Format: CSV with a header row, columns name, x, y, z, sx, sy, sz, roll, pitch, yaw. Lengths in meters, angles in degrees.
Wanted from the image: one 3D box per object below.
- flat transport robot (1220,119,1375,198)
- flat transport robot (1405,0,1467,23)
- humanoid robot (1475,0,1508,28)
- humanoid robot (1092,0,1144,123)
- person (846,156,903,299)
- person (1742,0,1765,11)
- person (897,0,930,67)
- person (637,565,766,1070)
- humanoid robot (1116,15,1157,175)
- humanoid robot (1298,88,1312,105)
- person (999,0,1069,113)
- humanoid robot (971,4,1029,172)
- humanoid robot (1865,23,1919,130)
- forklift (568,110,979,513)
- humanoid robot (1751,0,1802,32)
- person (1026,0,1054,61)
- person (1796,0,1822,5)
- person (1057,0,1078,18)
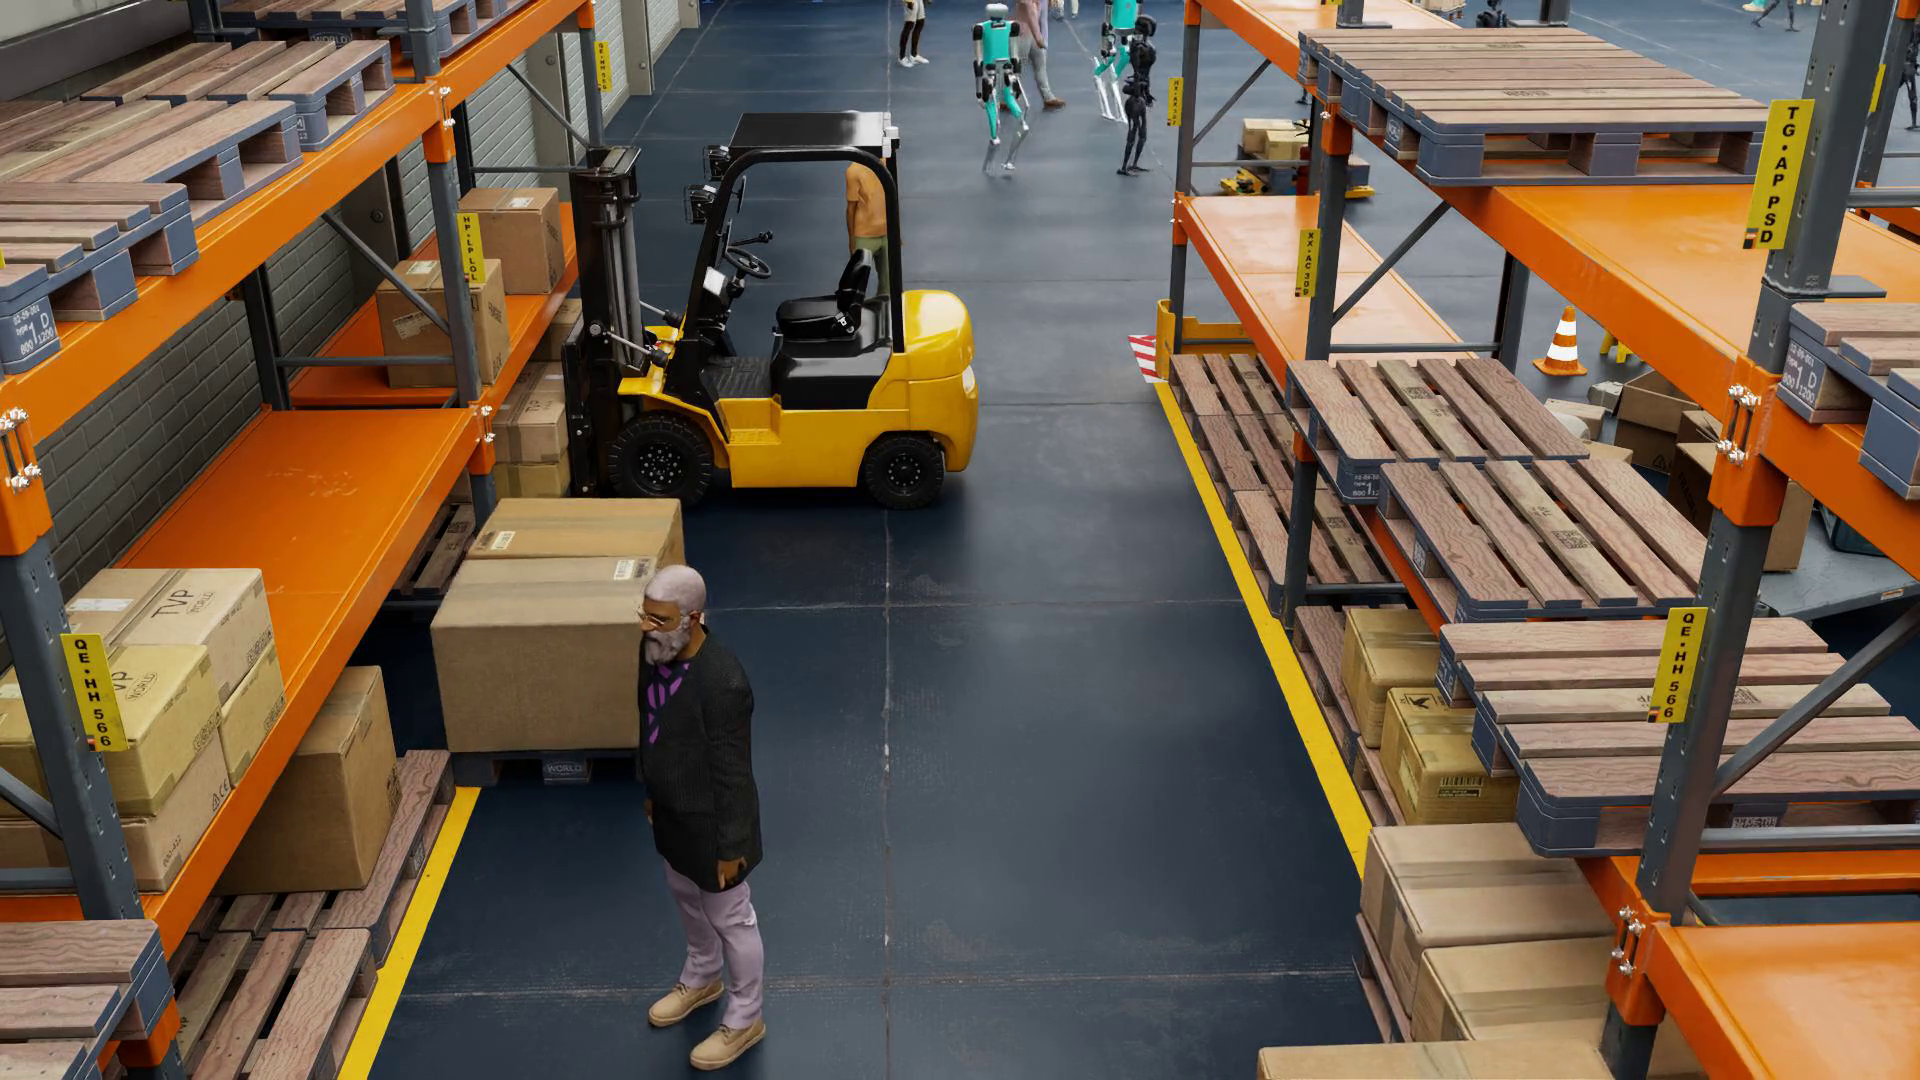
name,x,y,z,sx,sy,sz,roll,pitch,yaw
flat transport robot,3.454,-3.648,17.029,1.431,0.231,0.659,-4,26,-8
flat transport robot,7.446,-8.391,27.073,0.659,0.231,1.431,16,30,31
humanoid robot,6.234,-5.694,19.749,0.615,1.662,0.581,-16,29,-30
humanoid robot,1.848,-5.991,20.214,0.541,1.756,0.695,-12,28,-24
person,-0.631,-2.262,12.406,0.433,1.707,0.382,-14,29,-27
person,14.079,-10.251,29.105,0.359,1.909,0.480,5,26,10
person,-0.698,-7.791,23.943,0.399,1.876,0.652,3,25,7
person,-0.857,0.910,5.532,0.402,1.851,0.534,-20,32,-36
humanoid robot,1.884,-4.724,17.659,0.365,1.643,0.602,8,26,16
humanoid robot,4.564,-6.399,21.195,0.589,1.648,0.417,-20,32,-36
person,0.922,-6.261,20.668,0.921,1.891,0.673,6,26,13
humanoid robot,0.472,-4.681,17.530,0.535,1.791,0.849,-10,27,-20
humanoid robot,11.291,-5.697,19.772,0.775,1.627,0.603,15,29,29
forklift,-1.043,-1.379,9.976,2.313,2.155,1.214,-1,25,-2
humanoid robot,13.450,-9.137,27.083,0.820,1.641,0.603,15,29,29
person,1.115,-7.908,24.207,0.566,1.840,0.374,9,27,18
person,15.353,-10.568,29.785,0.407,1.893,0.531,-22,33,-38
person,1.824,-9.740,28.232,0.586,1.716,0.604,2,25,4
